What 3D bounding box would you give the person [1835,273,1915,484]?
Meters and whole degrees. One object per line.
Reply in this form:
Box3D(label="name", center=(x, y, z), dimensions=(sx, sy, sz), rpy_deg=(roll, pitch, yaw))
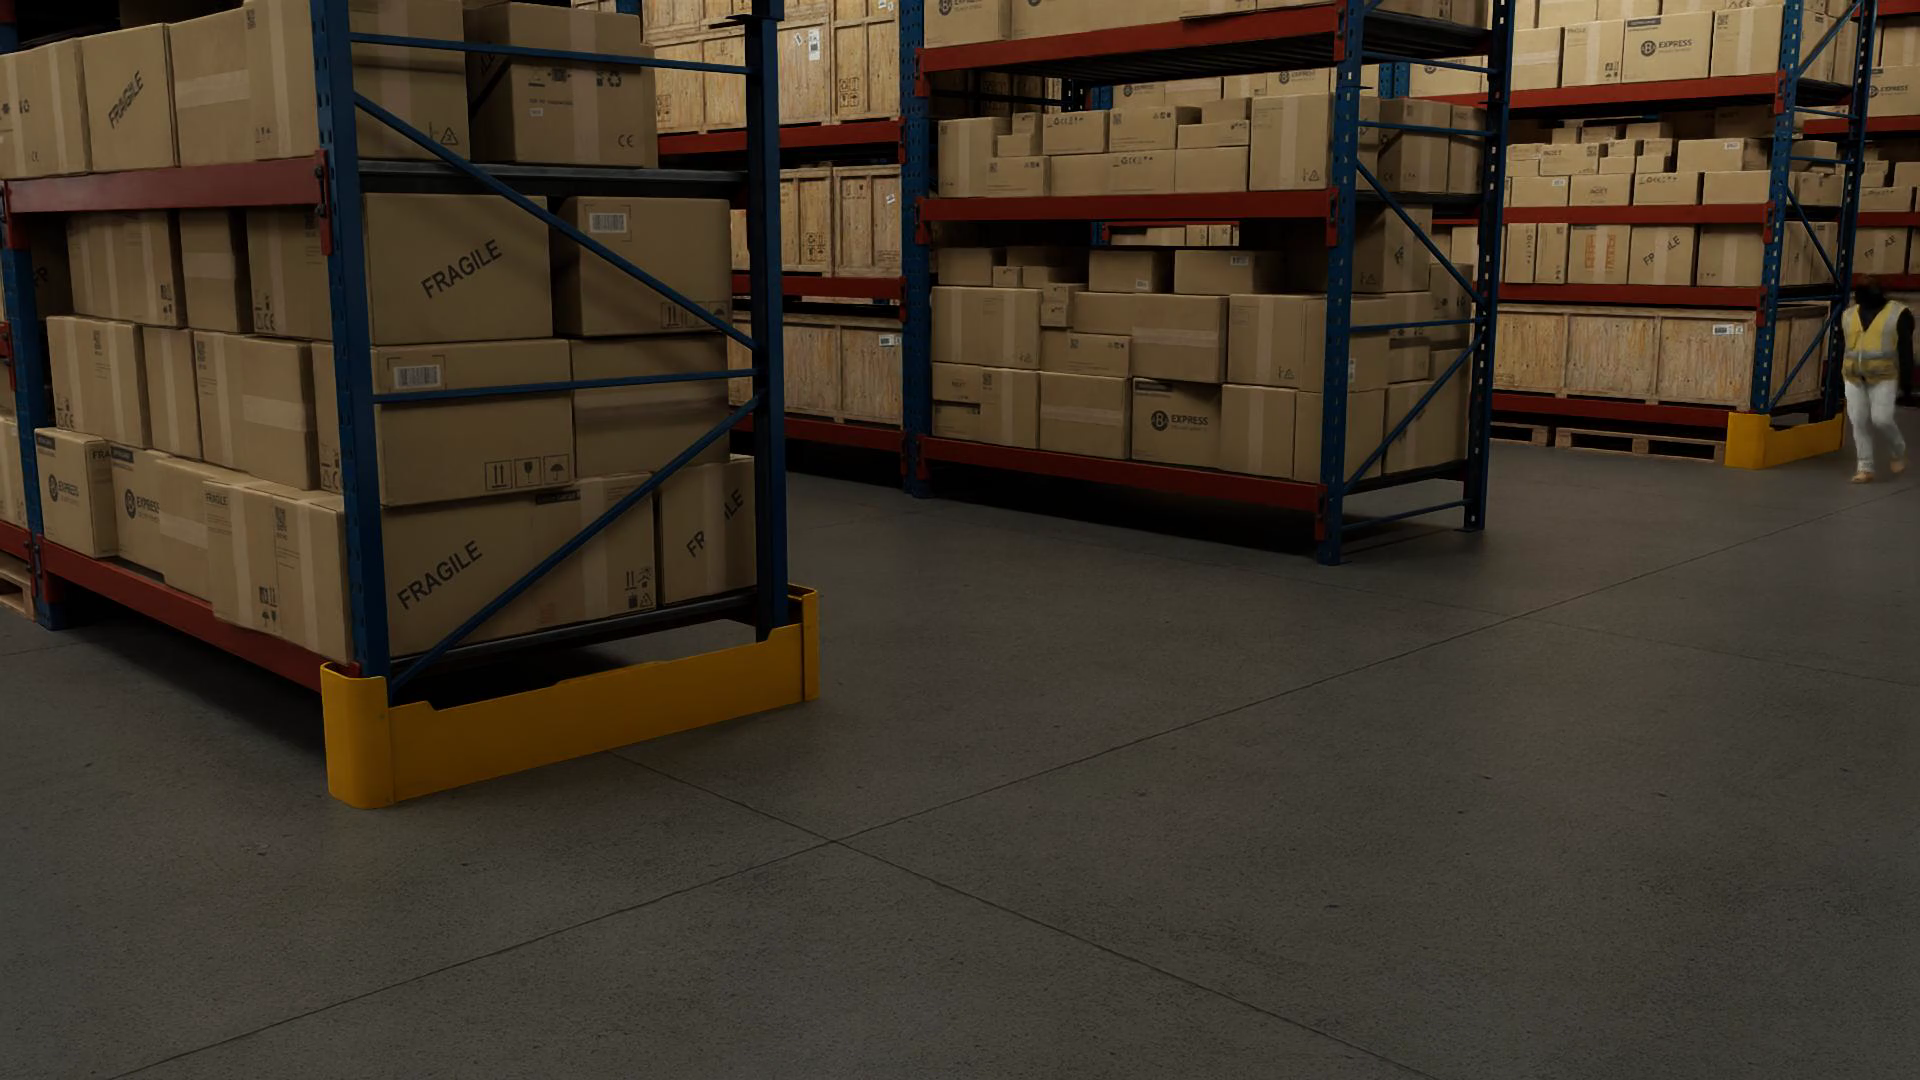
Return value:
Box3D(label="person", center=(7.903, -1.393, 14.393), dimensions=(0.537, 1.807, 0.665), rpy_deg=(-8, 13, -36))
